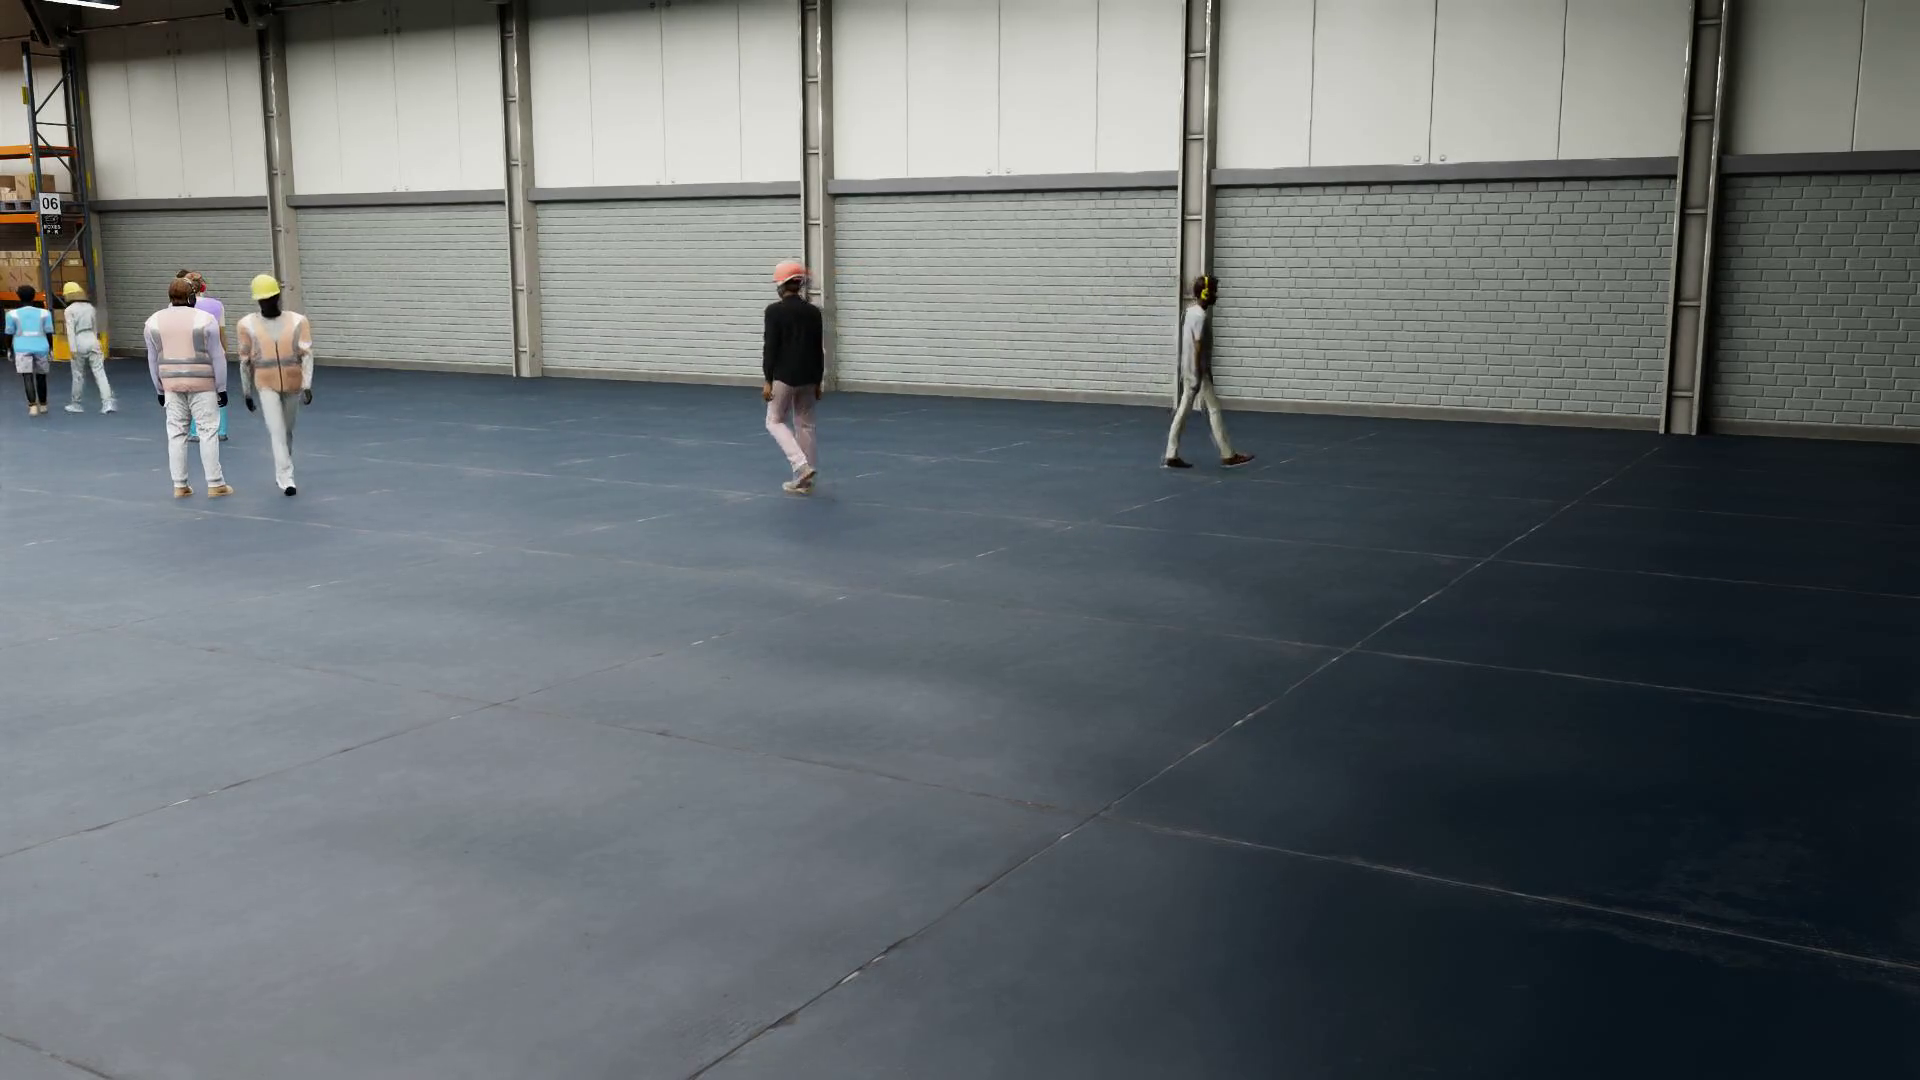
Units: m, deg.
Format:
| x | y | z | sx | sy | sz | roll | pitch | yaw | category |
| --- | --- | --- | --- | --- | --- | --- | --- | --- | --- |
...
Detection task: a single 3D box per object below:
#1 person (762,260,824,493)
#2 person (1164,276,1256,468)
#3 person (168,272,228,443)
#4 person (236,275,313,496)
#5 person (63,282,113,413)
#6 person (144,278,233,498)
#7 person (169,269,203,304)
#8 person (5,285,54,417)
| x | y | z | sx | sy | sz | roll | pitch | yaw | category |
| --- | --- | --- | --- | --- | --- | --- | --- | --- | --- |
| -1.411 | -1.371 | 14.120 | 0.514 | 1.985 | 0.661 | 9 | 13 | 42 | person |
| 2.369 | -1.587 | 15.850 | 0.924 | 1.828 | 0.544 | -2 | 10 | -10 | person |
| -8.265 | -1.978 | 18.086 | 0.564 | 1.847 | 0.396 | -6 | 12 | -33 | person |
| -5.809 | -1.316 | 14.165 | 0.581 | 1.856 | 1.008 | -5 | 11 | -29 | person |
| -11.280 | -2.476 | 21.445 | 0.836 | 1.690 | 0.498 | 5 | 11 | 26 | person |
| -6.446 | -1.268 | 13.945 | 0.627 | 1.844 | 0.429 | 0 | 10 | -2 | person |
| -11.629 | -3.158 | 25.030 | 0.850 | 1.842 | 0.545 | 9 | 13 | 41 | person |
| -11.784 | -2.396 | 21.095 | 0.539 | 1.658 | 0.785 | -7 | 12 | -34 | person |
